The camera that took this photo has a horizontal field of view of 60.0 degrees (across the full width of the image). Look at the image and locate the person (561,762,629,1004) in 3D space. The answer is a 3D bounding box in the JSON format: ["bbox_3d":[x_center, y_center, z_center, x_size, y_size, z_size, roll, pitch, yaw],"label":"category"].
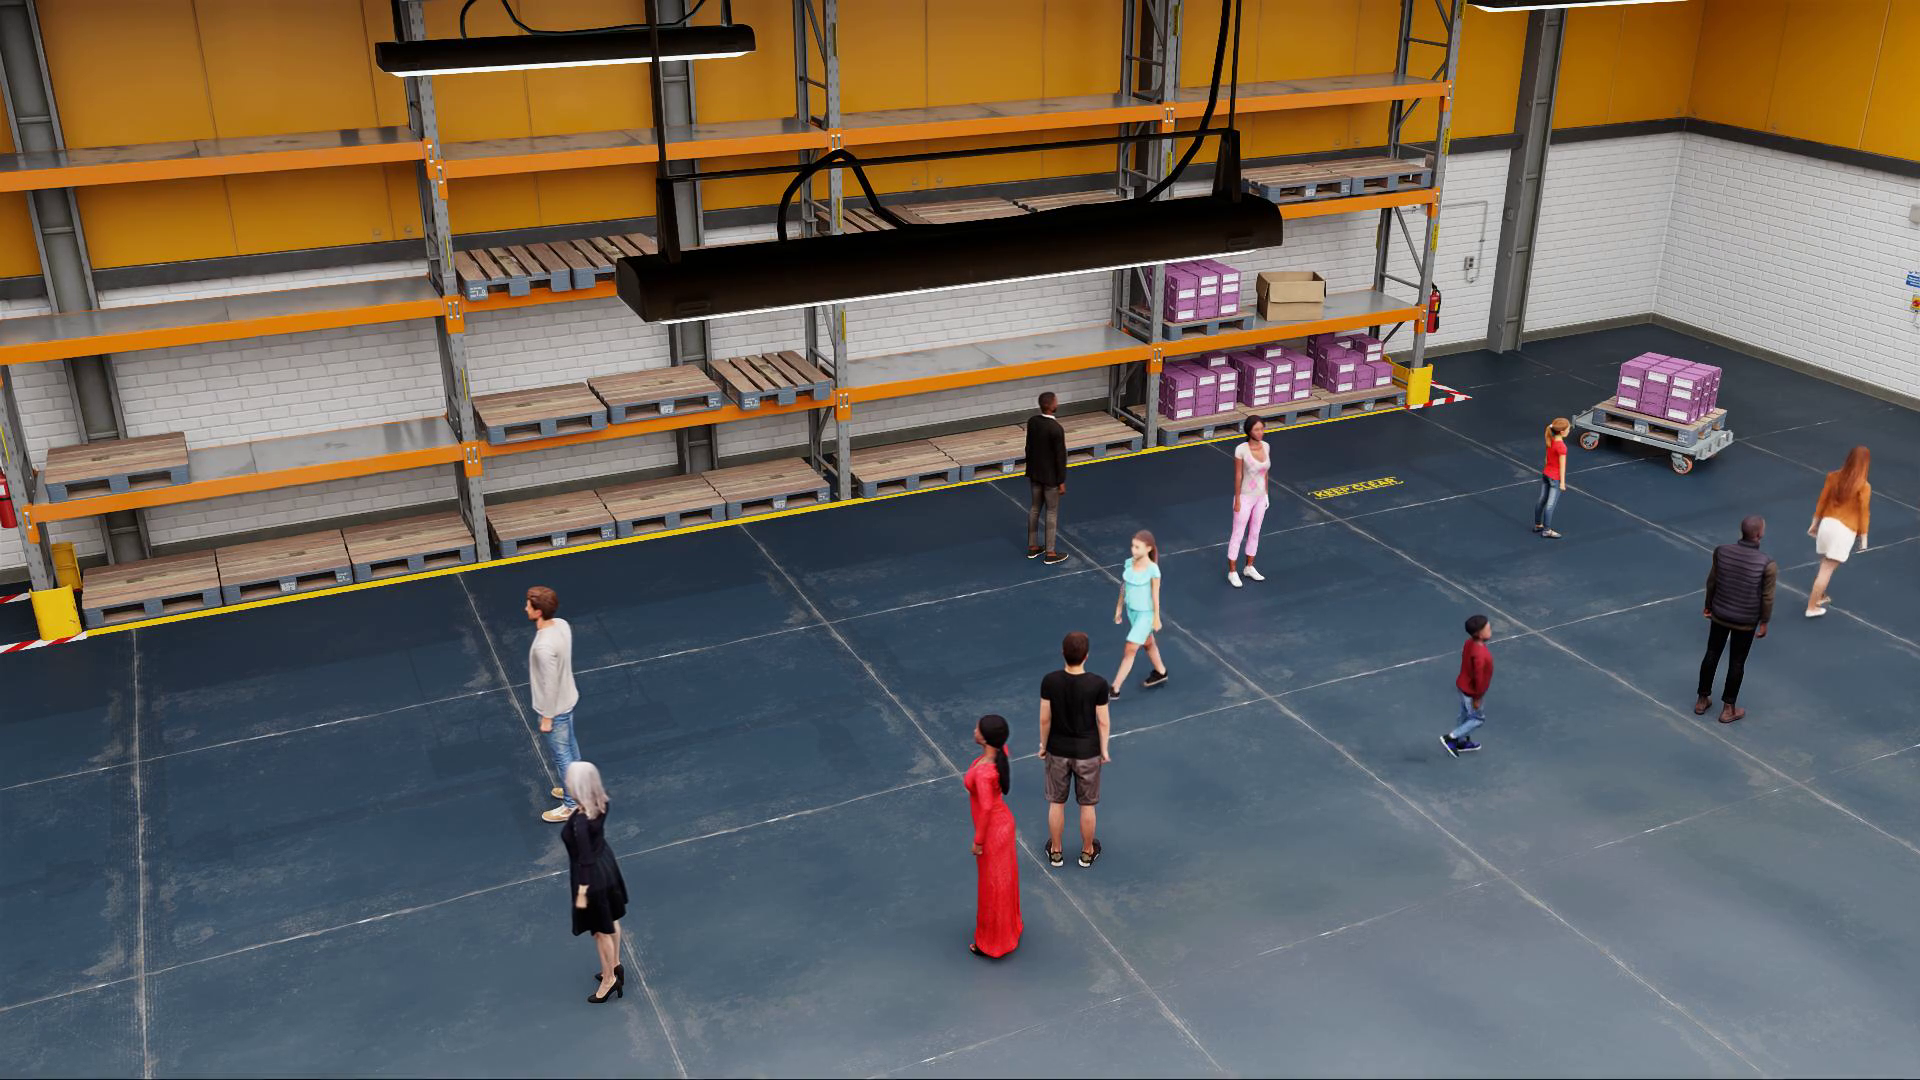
[{"bbox_3d":[-2.332,2.161,10.563,0.720,1.746,0.697,2,24,4],"label":"person"}]

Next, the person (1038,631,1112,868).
[{"bbox_3d":[0.804,1.503,11.925,0.733,1.861,0.836,4,24,8],"label":"person"}]

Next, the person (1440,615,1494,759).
[{"bbox_3d":[4.074,1.188,13.415,0.688,1.245,0.620,0,24,1],"label":"person"}]

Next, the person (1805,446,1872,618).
[{"bbox_3d":[8.220,-0.056,15.690,0.691,1.703,0.622,-10,26,-22],"label":"person"}]

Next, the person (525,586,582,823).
[{"bbox_3d":[-3.038,1.223,12.516,0.725,1.902,0.748,0,24,1],"label":"person"}]

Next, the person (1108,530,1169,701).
[{"bbox_3d":[1.616,0.630,14.356,1.087,1.513,0.683,-16,28,-32],"label":"person"}]

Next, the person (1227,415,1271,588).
[{"bbox_3d":[2.862,-0.403,16.437,0.477,1.741,0.642,-13,27,-28],"label":"person"}]

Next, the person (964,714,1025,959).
[{"bbox_3d":[0.218,1.948,11.006,0.793,1.784,0.741,7,24,15],"label":"person"}]

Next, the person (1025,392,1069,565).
[{"bbox_3d":[0.875,-0.646,16.919,0.660,1.800,0.716,-20,31,-38],"label":"person"}]

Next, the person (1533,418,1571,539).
[{"bbox_3d":[6.265,-0.672,17.589,0.552,1.310,0.535,-5,24,-10],"label":"person"}]

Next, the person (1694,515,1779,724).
[{"bbox_3d":[6.484,0.641,13.930,0.670,1.835,0.752,-20,30,-38],"label":"person"}]
